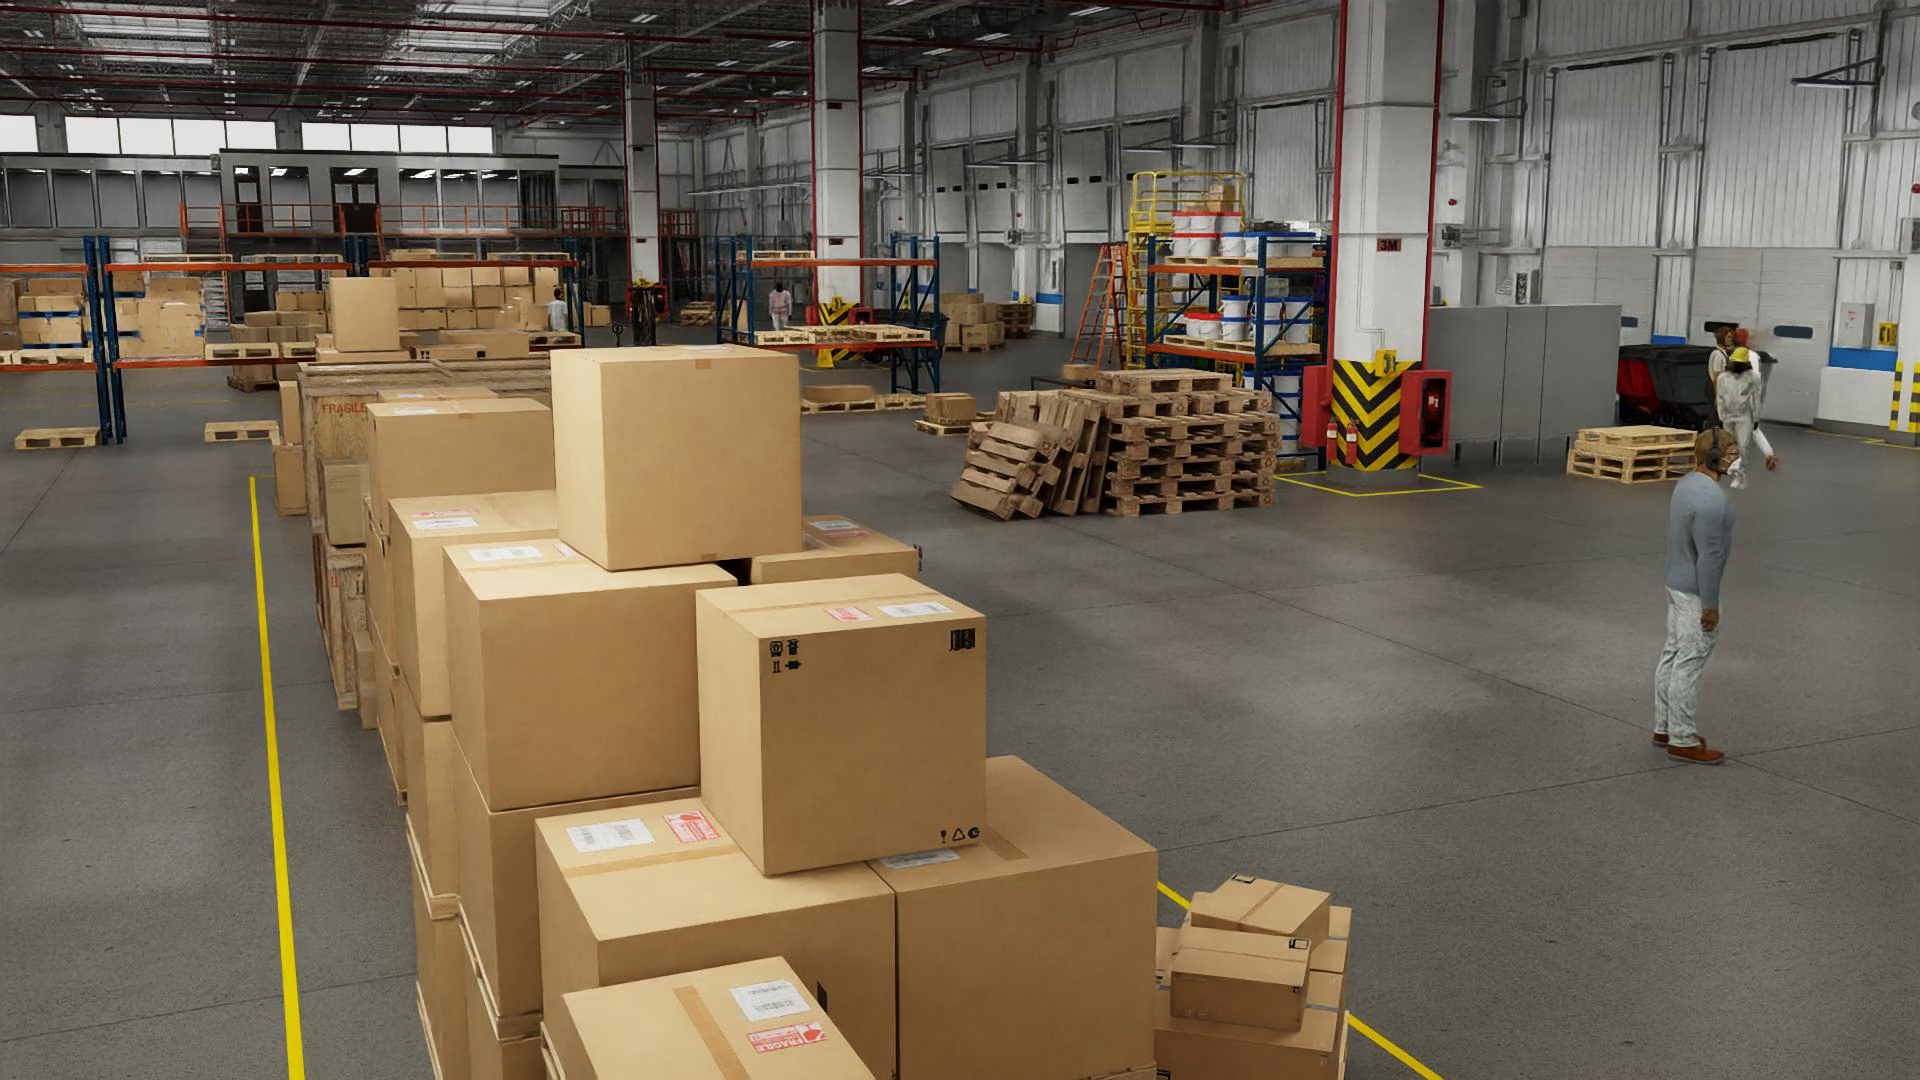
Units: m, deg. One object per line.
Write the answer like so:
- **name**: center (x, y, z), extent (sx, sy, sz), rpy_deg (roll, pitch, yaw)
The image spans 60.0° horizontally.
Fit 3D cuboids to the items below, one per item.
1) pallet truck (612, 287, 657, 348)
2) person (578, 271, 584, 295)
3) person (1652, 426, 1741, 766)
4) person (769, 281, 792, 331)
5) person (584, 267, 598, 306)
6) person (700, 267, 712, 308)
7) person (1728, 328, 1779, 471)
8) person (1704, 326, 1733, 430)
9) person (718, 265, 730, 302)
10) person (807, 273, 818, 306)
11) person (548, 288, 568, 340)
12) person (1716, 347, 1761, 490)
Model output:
- **pallet truck**: center (-6.464, -4.406, 35.401), extent (0.823, 1.965, 1.885), rpy_deg (6, 12, 32)
- **person**: center (-15.464, -10.057, 67.315), extent (0.468, 1.721, 0.665), rpy_deg (-5, 12, -28)
- **person**: center (4.244, 0.309, 9.581), extent (0.369, 1.938, 0.630), rpy_deg (2, 10, 9)
- **person**: center (-5.035, -6.343, 46.553), extent (0.640, 1.827, 0.560), rpy_deg (0, 10, -2)
- **person**: center (-14.744, -9.954, 66.401), extent (0.633, 1.846, 0.429), rpy_deg (5, 12, 28)
- **person**: center (-9.467, -9.132, 61.587), extent (1.005, 1.939, 0.649), rpy_deg (1, 10, 3)
- **person**: center (10.223, -1.799, 21.473), extent (0.591, 1.852, 0.752), rpy_deg (-6, 12, -32)
- **person**: center (10.019, -1.893, 21.974), extent (0.345, 1.847, 0.504), rpy_deg (5, 11, 23)
- **person**: center (-11.106, -12.225, 78.655), extent (0.644, 1.932, 0.574), rpy_deg (-2, 11, -12)
- **person**: center (-5.615, -9.411, 63.877), extent (0.534, 1.678, 0.400), rpy_deg (-9, 14, -41)
- **person**: center (-9.233, -4.866, 38.295), extent (0.534, 1.868, 0.309), rpy_deg (3, 11, 16)
- **person**: center (9.286, -1.453, 19.934), extent (0.486, 1.695, 0.794), rpy_deg (9, 13, 39)
